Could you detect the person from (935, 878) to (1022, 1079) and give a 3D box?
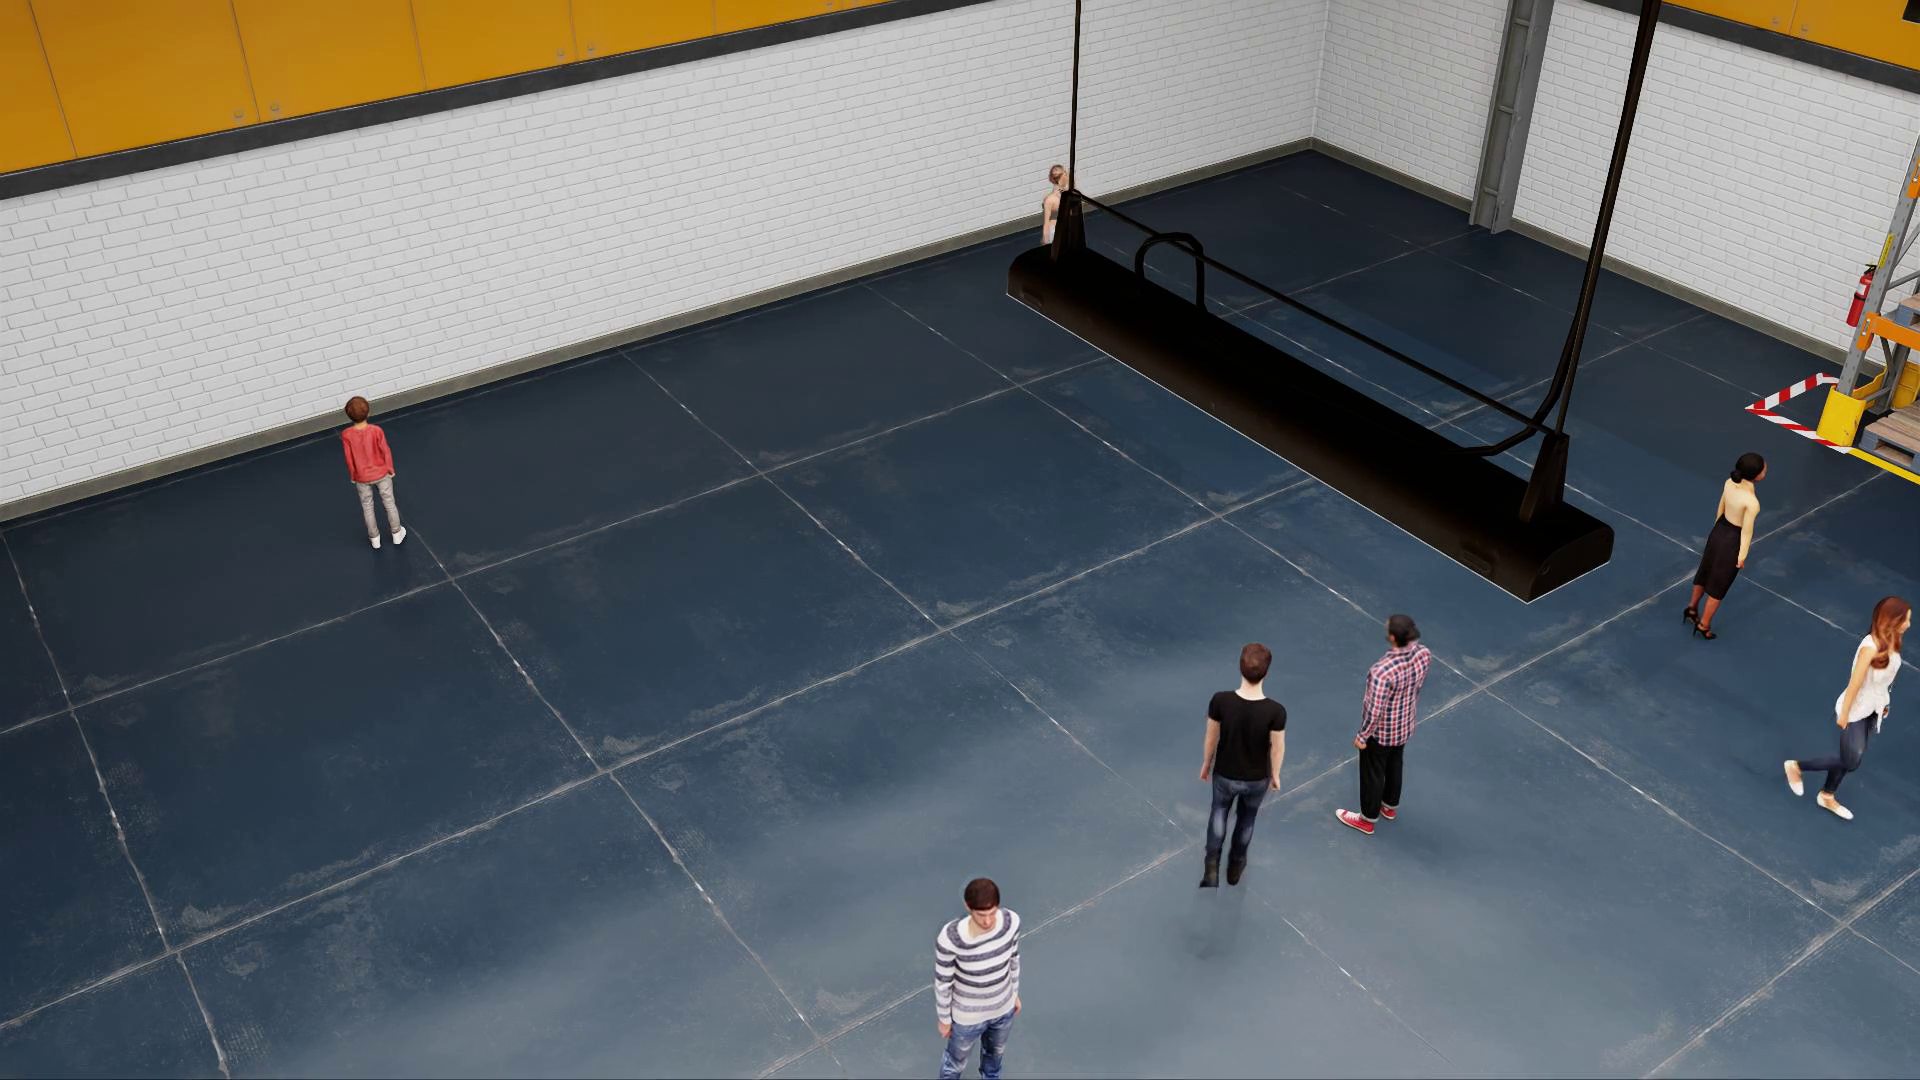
[{"bbox_3d":[0.108,2.526,9.119,0.686,1.852,0.585,-14,36,-20],"label":"person"}]

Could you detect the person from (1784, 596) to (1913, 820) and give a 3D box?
[{"bbox_3d":[6.046,1.107,11.326,0.619,1.773,0.752,-25,41,-32],"label":"person"}]

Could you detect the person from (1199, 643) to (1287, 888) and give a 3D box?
[{"bbox_3d":[1.779,1.539,10.578,0.959,1.881,0.989,11,35,15],"label":"person"}]

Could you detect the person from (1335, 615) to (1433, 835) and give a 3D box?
[{"bbox_3d":[2.873,1.222,11.164,0.701,1.760,0.592,-24,41,-32],"label":"person"}]

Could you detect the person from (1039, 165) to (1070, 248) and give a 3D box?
[{"bbox_3d":[1.084,-3.175,17.863,0.607,1.668,1.122,-23,40,-30],"label":"person"}]

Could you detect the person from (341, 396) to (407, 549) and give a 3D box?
[{"bbox_3d":[-5.029,-0.582,14.189,0.575,1.416,0.561,-9,35,-13],"label":"person"}]

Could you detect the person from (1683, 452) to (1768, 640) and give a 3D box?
[{"bbox_3d":[6.003,0.039,13.042,0.695,1.651,0.585,-7,34,-10],"label":"person"}]
